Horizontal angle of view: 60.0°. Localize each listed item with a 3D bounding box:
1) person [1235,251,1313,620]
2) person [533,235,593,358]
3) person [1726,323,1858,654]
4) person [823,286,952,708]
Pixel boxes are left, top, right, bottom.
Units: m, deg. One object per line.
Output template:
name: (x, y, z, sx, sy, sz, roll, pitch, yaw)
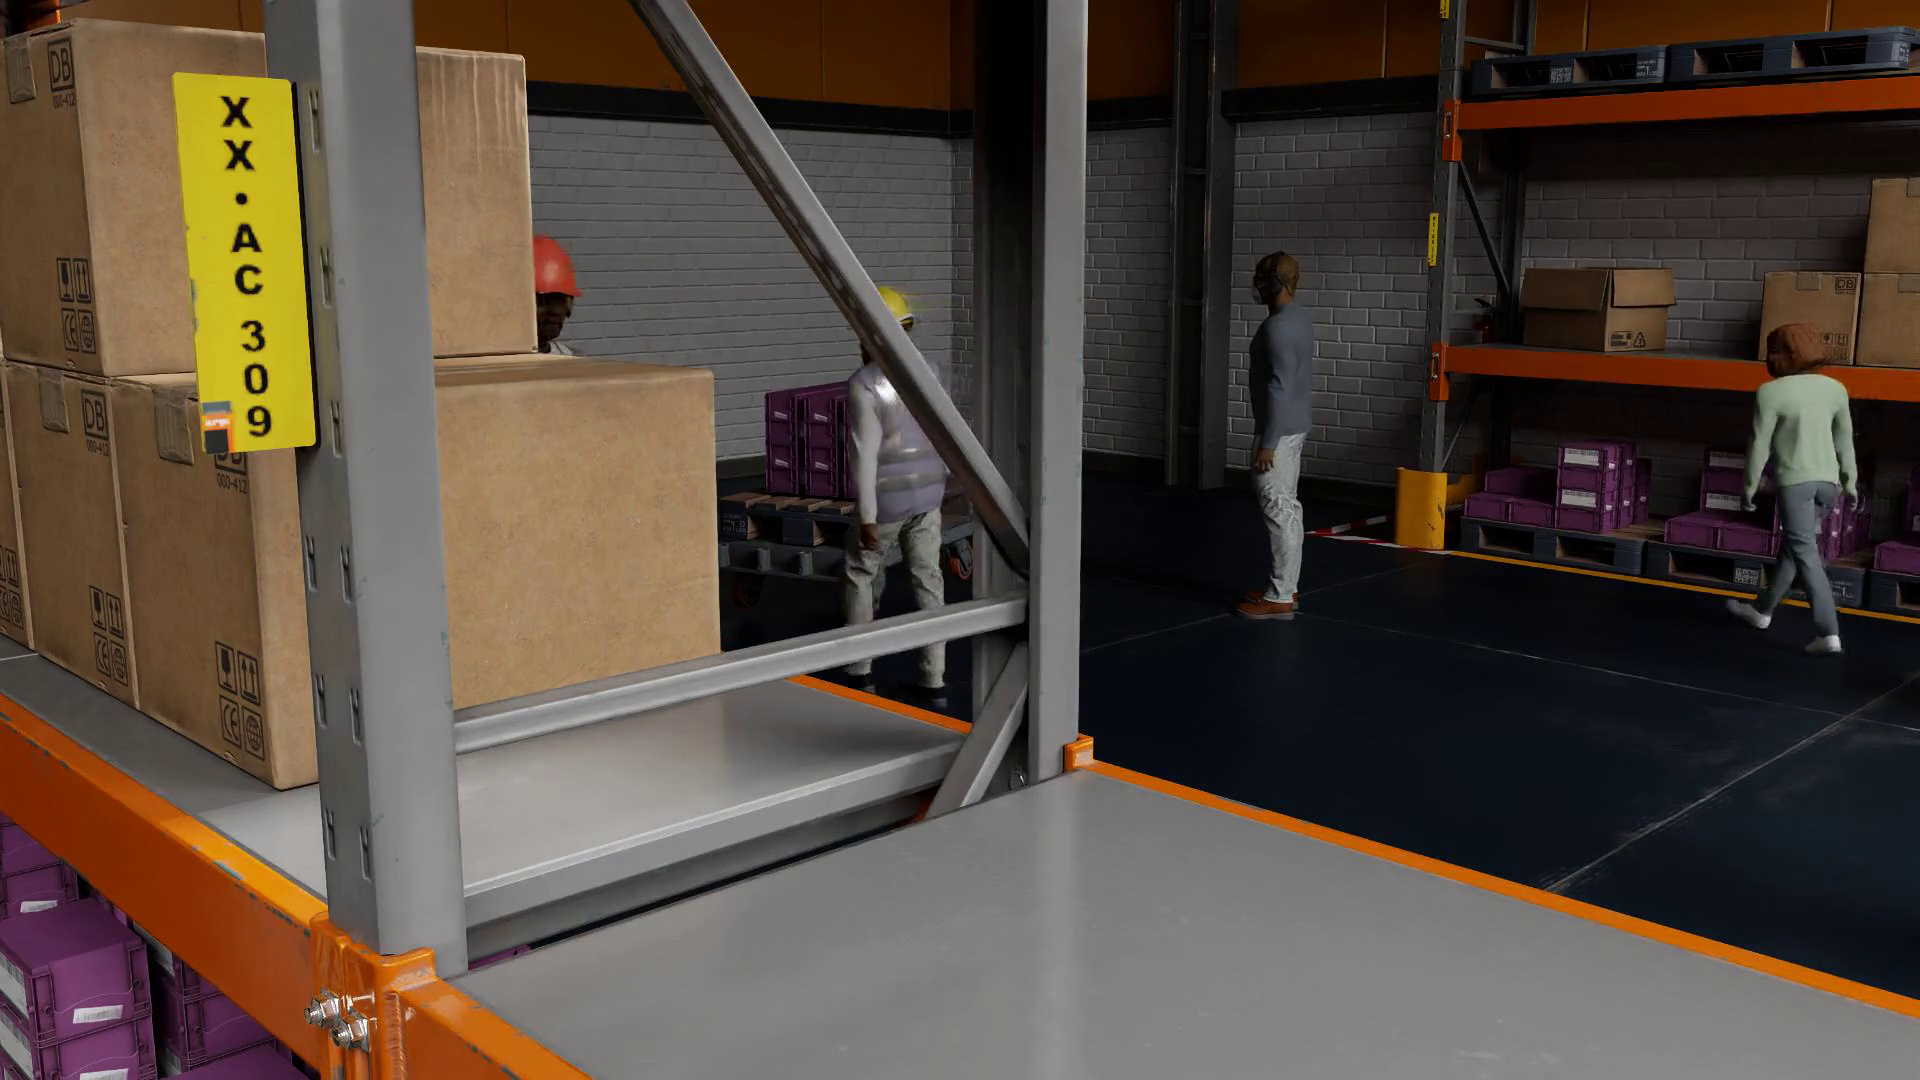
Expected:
person: (1.675, -0.548, 8.809, 0.356, 1.938, 0.638, 4, 11, 19)
person: (-1.472, -0.003, 5.603, 0.582, 2.025, 0.630, 9, 14, 40)
person: (4.134, -0.260, 8.186, 0.532, 1.585, 0.878, -3, 11, -15)
person: (-0.332, -0.186, 7.203, 0.606, 1.803, 0.724, -10, 14, -43)
